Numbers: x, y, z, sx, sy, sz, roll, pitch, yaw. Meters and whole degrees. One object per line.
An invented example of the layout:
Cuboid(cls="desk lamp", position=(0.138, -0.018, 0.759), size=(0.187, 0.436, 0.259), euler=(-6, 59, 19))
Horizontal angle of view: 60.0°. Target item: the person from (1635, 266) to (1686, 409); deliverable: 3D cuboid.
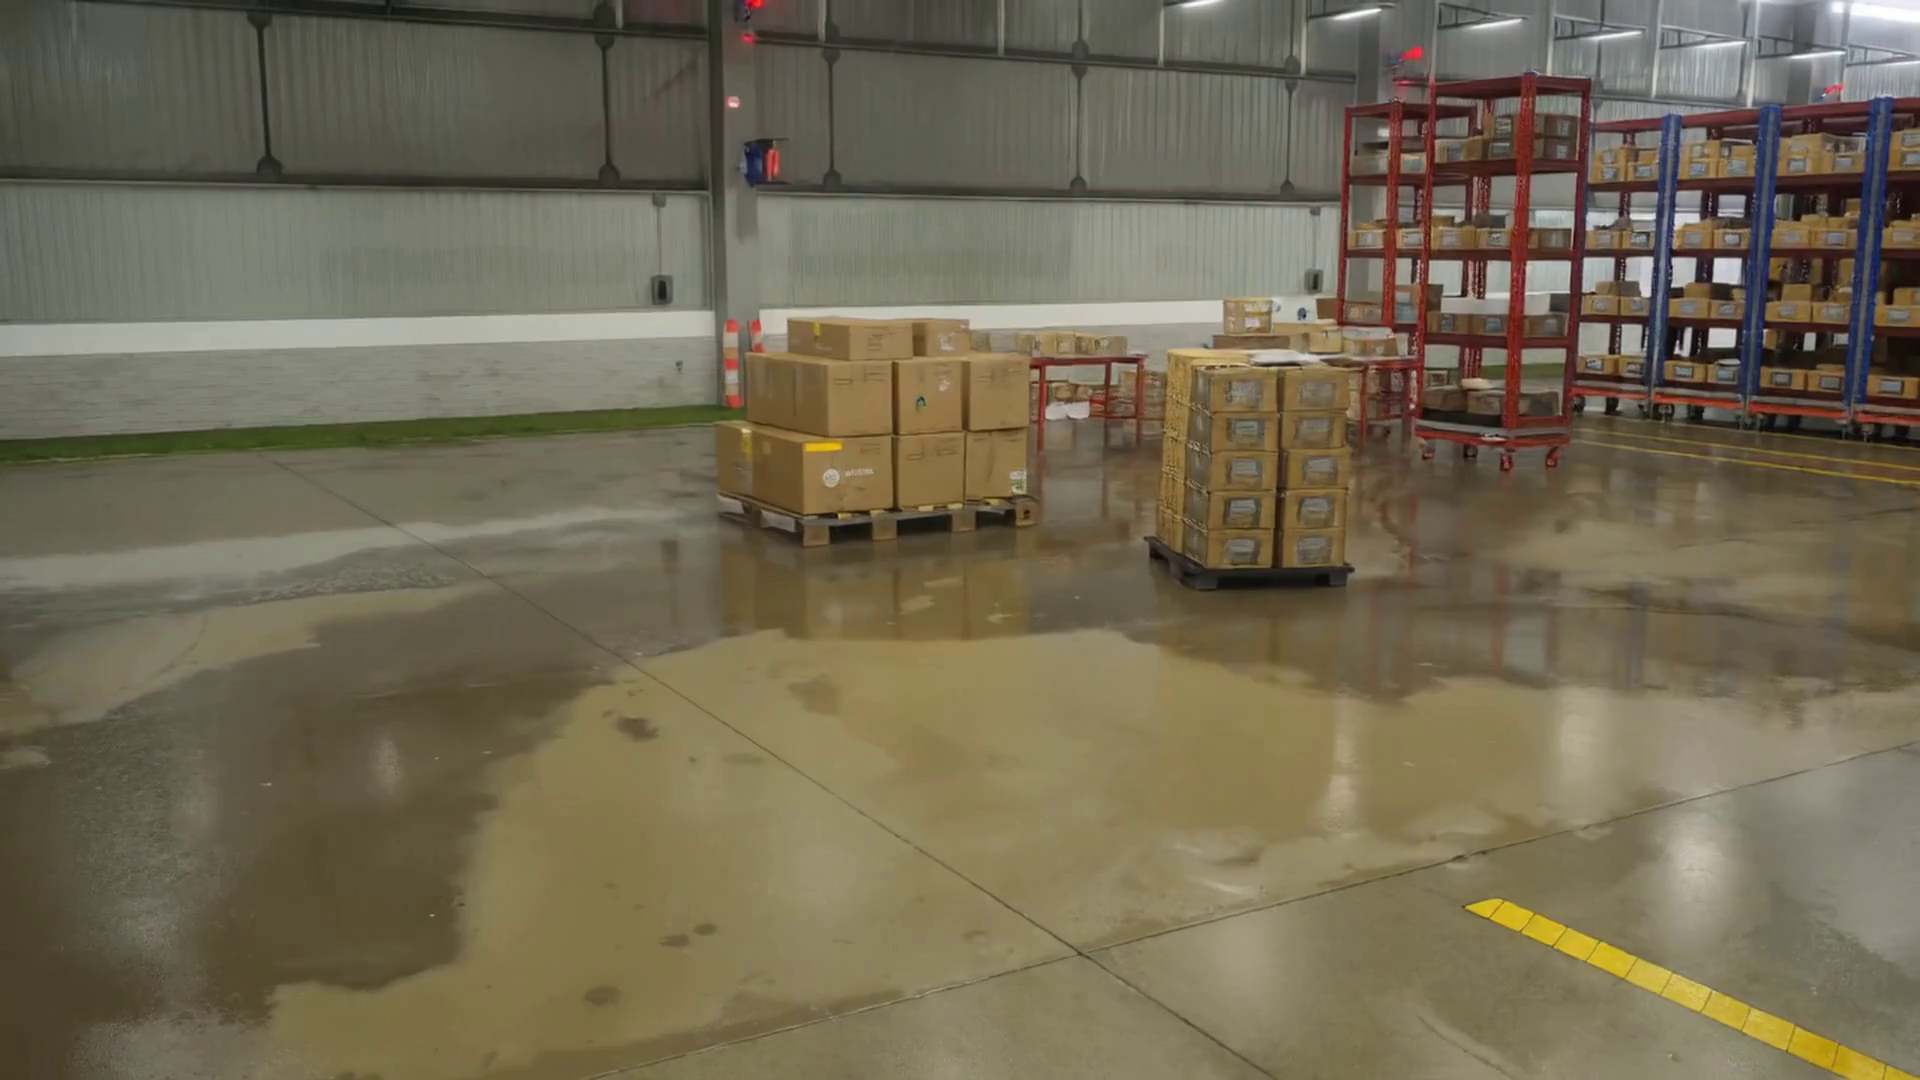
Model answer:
Cuboid(cls="person", position=(8.957, -2.579, 21.205), size=(0.388, 1.846, 0.565), euler=(-10, 14, -43))
